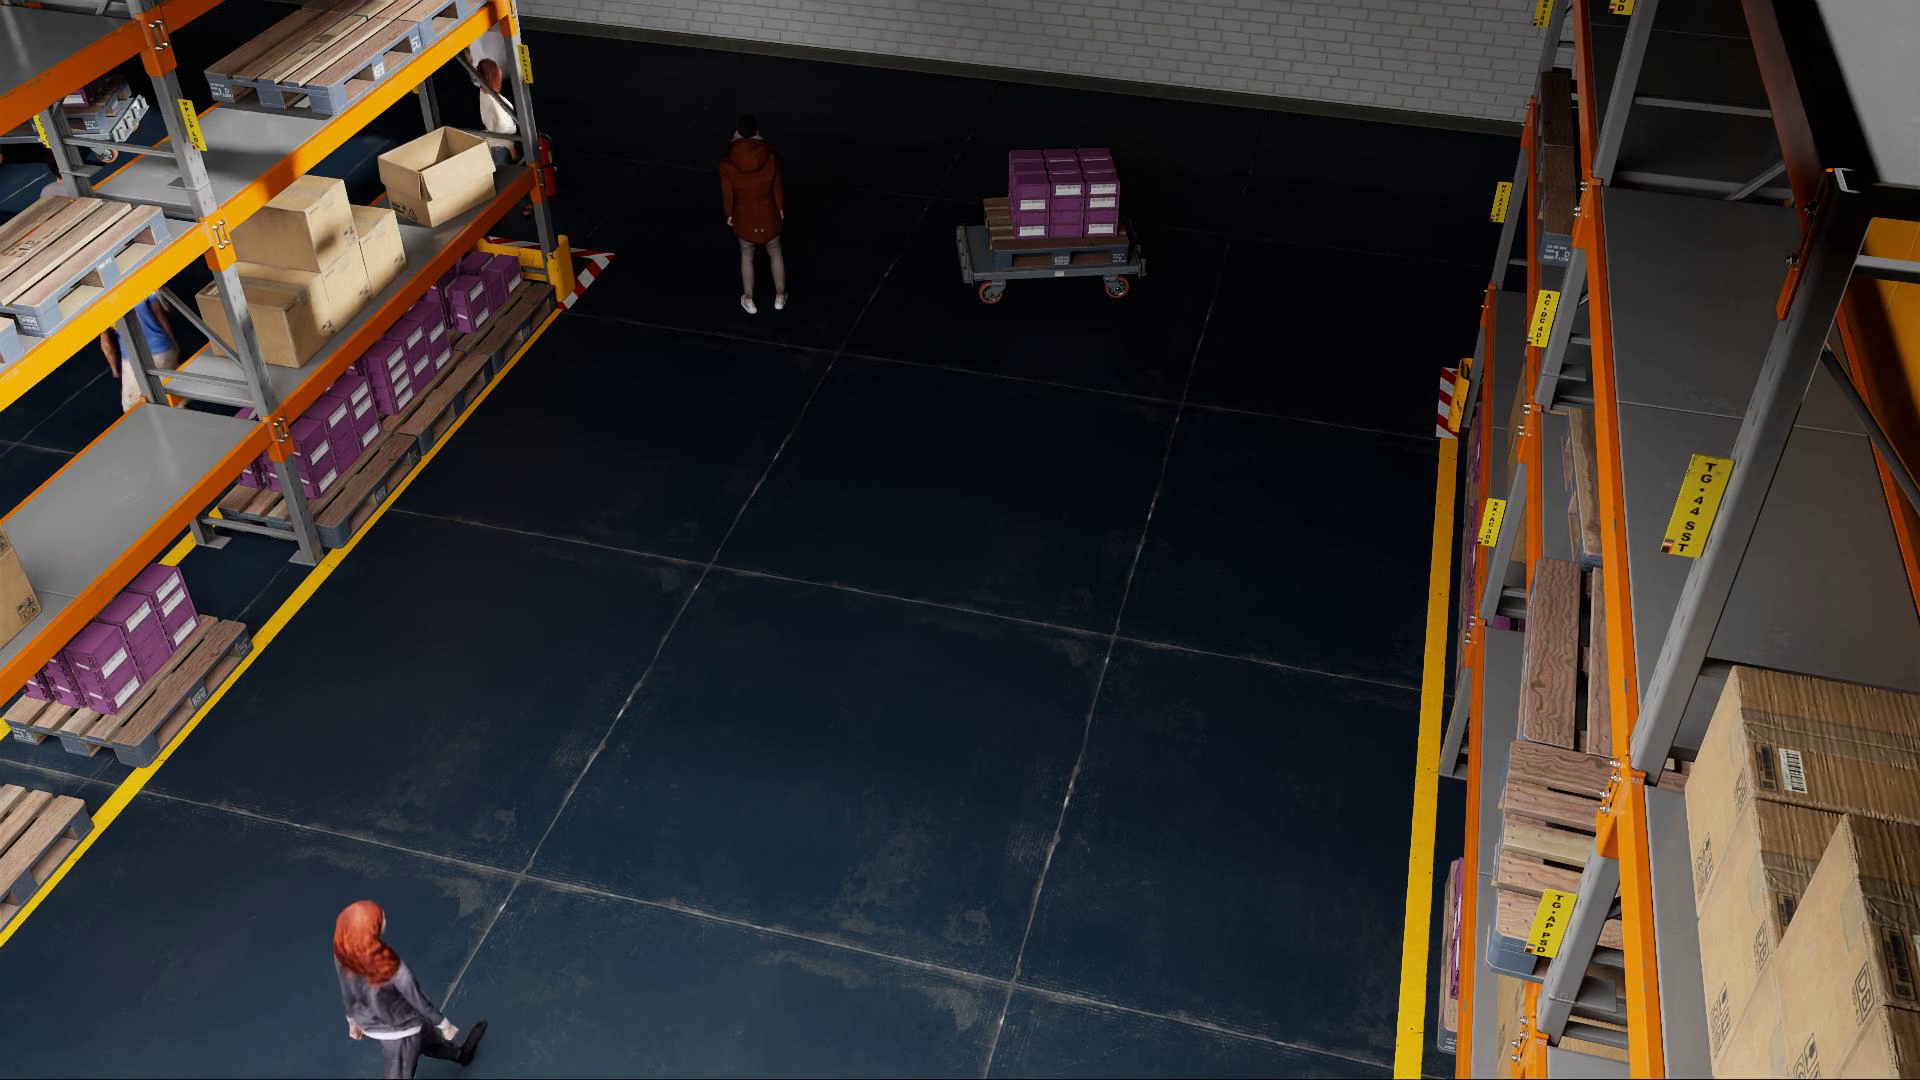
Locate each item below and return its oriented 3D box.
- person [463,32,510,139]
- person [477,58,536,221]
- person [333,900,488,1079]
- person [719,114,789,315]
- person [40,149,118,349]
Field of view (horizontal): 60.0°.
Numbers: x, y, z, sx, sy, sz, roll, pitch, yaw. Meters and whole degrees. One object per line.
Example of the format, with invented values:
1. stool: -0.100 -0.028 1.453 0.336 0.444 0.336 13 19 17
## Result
1. person: -4.844 -4.870 17.131 0.804 1.673 0.872 -23 44 -26
2. person: -4.398 -3.687 15.664 1.059 1.655 1.054 -16 41 -19
3. person: -2.754 2.432 7.948 0.783 1.723 1.213 17 42 20
4. person: -1.767 -2.825 14.437 0.834 1.839 0.863 -7 39 -9
5. person: -7.265 -2.425 13.933 0.711 1.843 0.630 1 39 1
